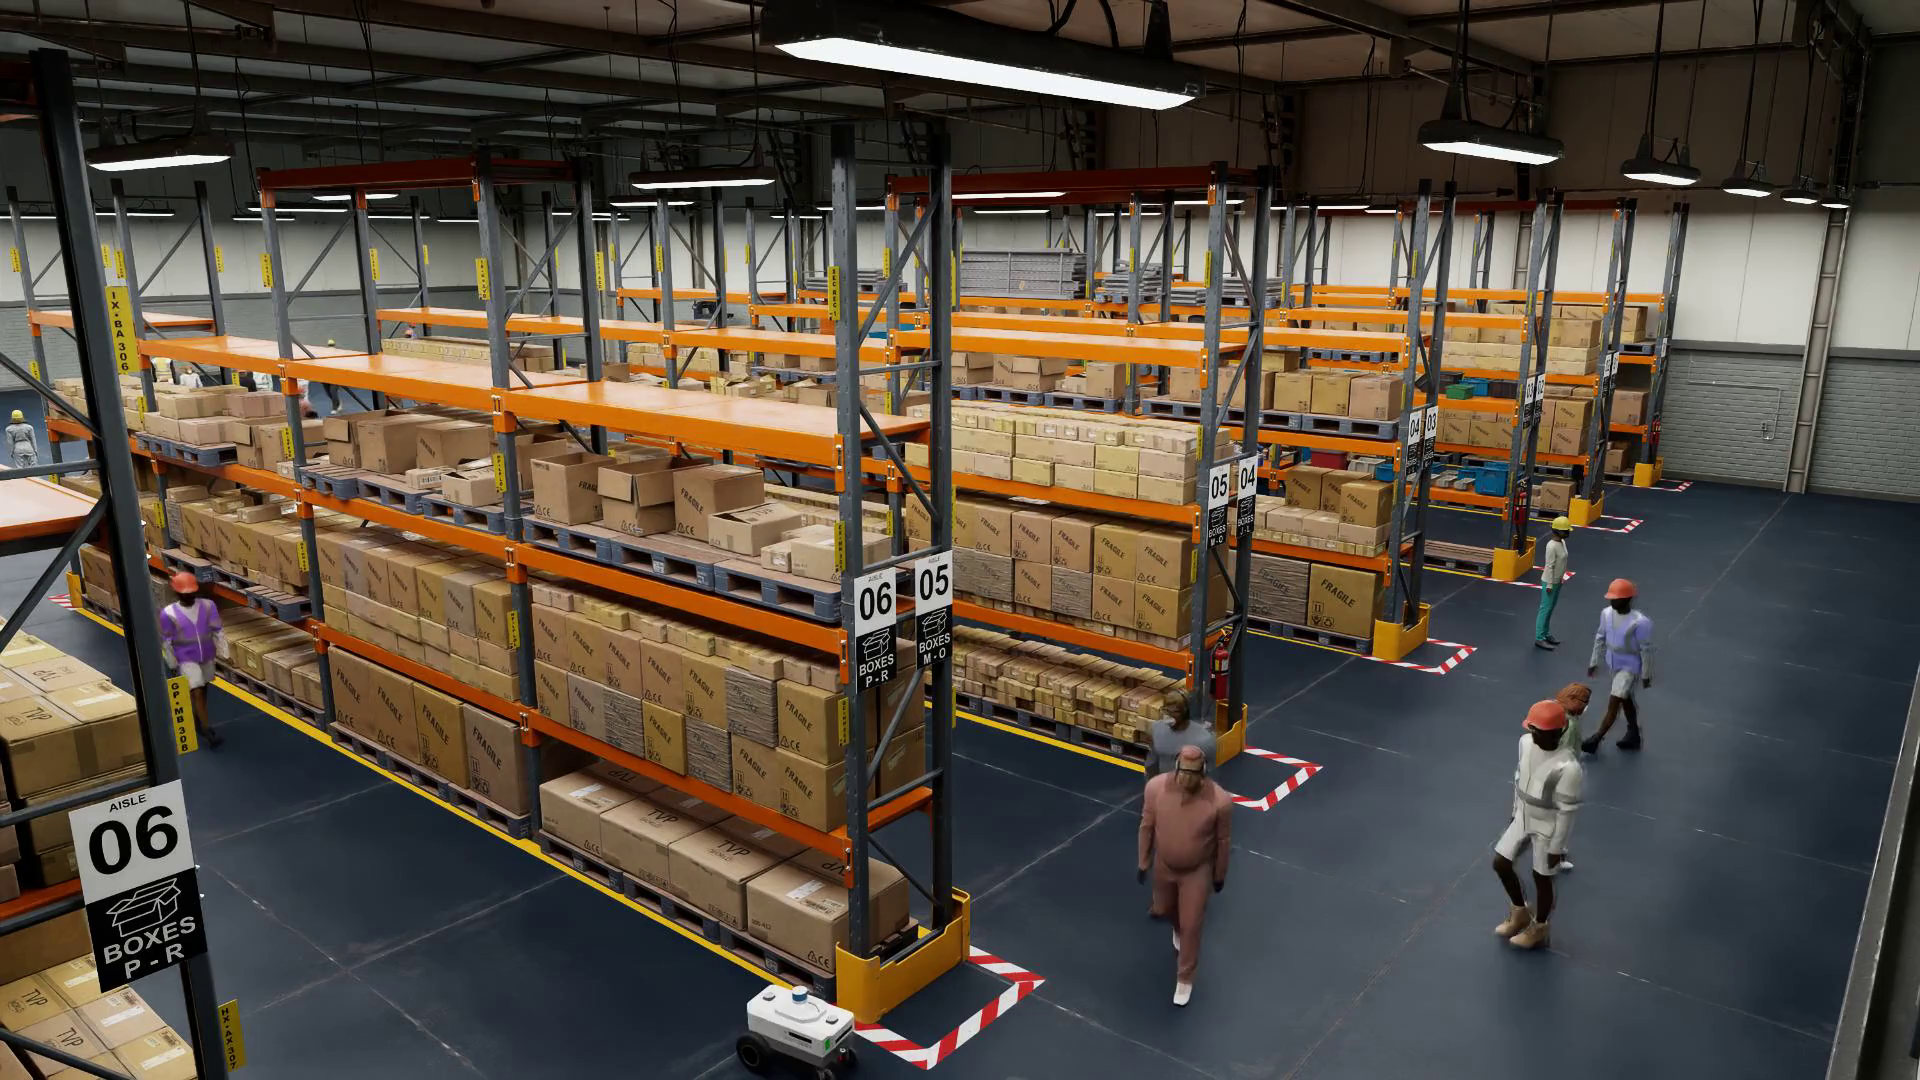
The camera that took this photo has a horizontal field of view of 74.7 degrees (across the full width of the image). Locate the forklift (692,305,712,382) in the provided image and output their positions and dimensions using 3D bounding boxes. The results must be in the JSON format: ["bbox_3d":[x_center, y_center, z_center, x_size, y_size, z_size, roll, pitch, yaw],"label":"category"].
[{"bbox_3d":[-9.511,-7.392,47.124,1.873,2.768,1.129,11,17,38],"label":"forklift"}]

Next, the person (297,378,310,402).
[{"bbox_3d":[-20.126,-4.788,38.388,0.598,1.891,0.966,-8,16,-30],"label":"person"}]

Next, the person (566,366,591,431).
[{"bbox_3d":[-10.396,-3.798,34.316,0.783,1.898,0.556,-7,15,-28],"label":"person"}]

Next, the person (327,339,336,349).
[{"bbox_3d":[-22.135,-6.201,44.492,0.530,1.752,0.419,-13,19,-42],"label":"person"}]

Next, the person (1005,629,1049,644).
[{"bbox_3d":[0.928,0.483,16.787,0.820,1.861,0.578,13,19,42],"label":"person"}]

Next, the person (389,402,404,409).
[{"bbox_3d":[-14.556,-3.284,32.327,0.555,1.819,0.979,-5,15,-20],"label":"person"}]

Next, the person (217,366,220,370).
[{"bbox_3d":[-26.551,-6.393,45.384,0.317,1.698,0.540,5,14,18],"label":"person"}]

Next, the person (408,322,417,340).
[{"bbox_3d":[-22.294,-7.962,51.251,0.548,1.992,0.768,-2,14,-8],"label":"person"}]

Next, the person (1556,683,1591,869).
[{"bbox_3d":[5.248,2.014,10.941,0.284,1.633,0.498,5,15,19],"label":"person"}]

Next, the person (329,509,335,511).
[{"bbox_3d":[-12.013,-1.432,24.797,1.004,1.799,0.514,1,14,3],"label":"person"}]

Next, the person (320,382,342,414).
[{"bbox_3d":[-19.268,-4.906,38.647,0.686,2.000,0.910,1,14,5],"label":"person"}]

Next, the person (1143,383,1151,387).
[{"bbox_3d":[4.780,-3.328,32.524,0.611,1.818,0.607,9,16,33],"label":"person"}]

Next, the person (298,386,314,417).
[{"bbox_3d":[-15.187,-2.615,29.309,0.623,1.954,0.944,4,14,17],"label":"person"}]

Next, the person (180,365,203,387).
[{"bbox_3d":[-22.727,-4.384,37.333,0.837,1.580,0.566,10,17,34],"label":"person"}]

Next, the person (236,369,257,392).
[{"bbox_3d":[-19.194,-3.698,33.816,0.654,1.936,1.047,-10,17,-36],"label":"person"}]

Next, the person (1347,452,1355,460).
[{"bbox_3d":[7.591,-1.602,25.324,0.386,1.880,0.748,-13,18,-42],"label":"person"}]

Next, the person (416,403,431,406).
[{"bbox_3d":[-14.271,-3.667,33.737,0.637,1.911,0.403,-10,17,-35],"label":"person"}]

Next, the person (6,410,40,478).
[{"bbox_3d":[-19.920,-1.893,26.782,0.484,1.745,0.296,-10,17,-36],"label":"person"}]

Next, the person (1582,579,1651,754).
[{"bbox_3d":[6.901,1.326,13.249,0.987,1.878,0.554,-4,14,-17],"label":"person"}]

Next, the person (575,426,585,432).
[{"bbox_3d":[-10.677,-3.840,35.044,0.514,1.629,0.323,-9,16,-31],"label":"person"}]

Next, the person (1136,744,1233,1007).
[{"bbox_3d":[1.641,2.325,9.155,0.649,1.878,0.800,6,15,25],"label":"person"}]

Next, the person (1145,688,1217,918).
[{"bbox_3d":[1.735,2.088,10.028,0.475,1.923,0.651,-13,19,-42],"label":"person"}]

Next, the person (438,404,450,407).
[{"bbox_3d":[-10.977,-2.048,27.077,0.799,1.913,0.556,-7,15,-27],"label":"person"}]

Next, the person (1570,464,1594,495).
[{"bbox_3d":[12.576,-1.632,25.286,0.623,1.963,0.704,-12,18,-40],"label":"person"}]

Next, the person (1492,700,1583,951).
[{"bbox_3d":[4.332,2.162,9.509,0.517,2.023,0.654,-4,14,-16],"label":"person"}]

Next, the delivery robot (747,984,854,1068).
[{"bbox_3d":[-1.048,3.177,8.290,0.707,0.478,0.477,7,15,29],"label":"delivery robot"}]

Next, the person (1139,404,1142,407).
[{"bbox_3d":[4.067,-2.369,29.061,0.858,1.588,0.500,10,17,35],"label":"person"}]

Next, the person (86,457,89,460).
[{"bbox_3d":[-21.086,-2.873,30.616,0.630,1.843,0.429,4,14,17],"label":"person"}]

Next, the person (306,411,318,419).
[{"bbox_3d":[-13.222,-1.690,25.621,0.463,1.897,0.631,-2,14,-8],"label":"person"}]

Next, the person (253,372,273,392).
[{"bbox_3d":[-20.043,-4.280,36.195,0.602,1.938,0.403,3,14,13],"label":"person"}]

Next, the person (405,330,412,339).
[{"bbox_3d":[-20.443,-6.868,46.913,0.555,1.904,0.860,-1,14,-2],"label":"person"}]

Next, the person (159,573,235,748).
[{"bbox_3d":[-8.139,1.264,13.484,0.978,1.882,0.565,11,17,38],"label":"person"}]

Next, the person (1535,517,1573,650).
[{"bbox_3d":[7.877,0.552,16.679,0.310,1.768,0.533,11,17,38],"label":"person"}]

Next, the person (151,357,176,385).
[{"bbox_3d":[-25.181,-5.123,39.865,0.625,1.843,0.430,-6,15,-22],"label":"person"}]

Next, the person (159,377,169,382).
[{"bbox_3d":[-19.828,-3.132,31.532,0.408,1.913,0.641,5,14,19],"label":"person"}]
